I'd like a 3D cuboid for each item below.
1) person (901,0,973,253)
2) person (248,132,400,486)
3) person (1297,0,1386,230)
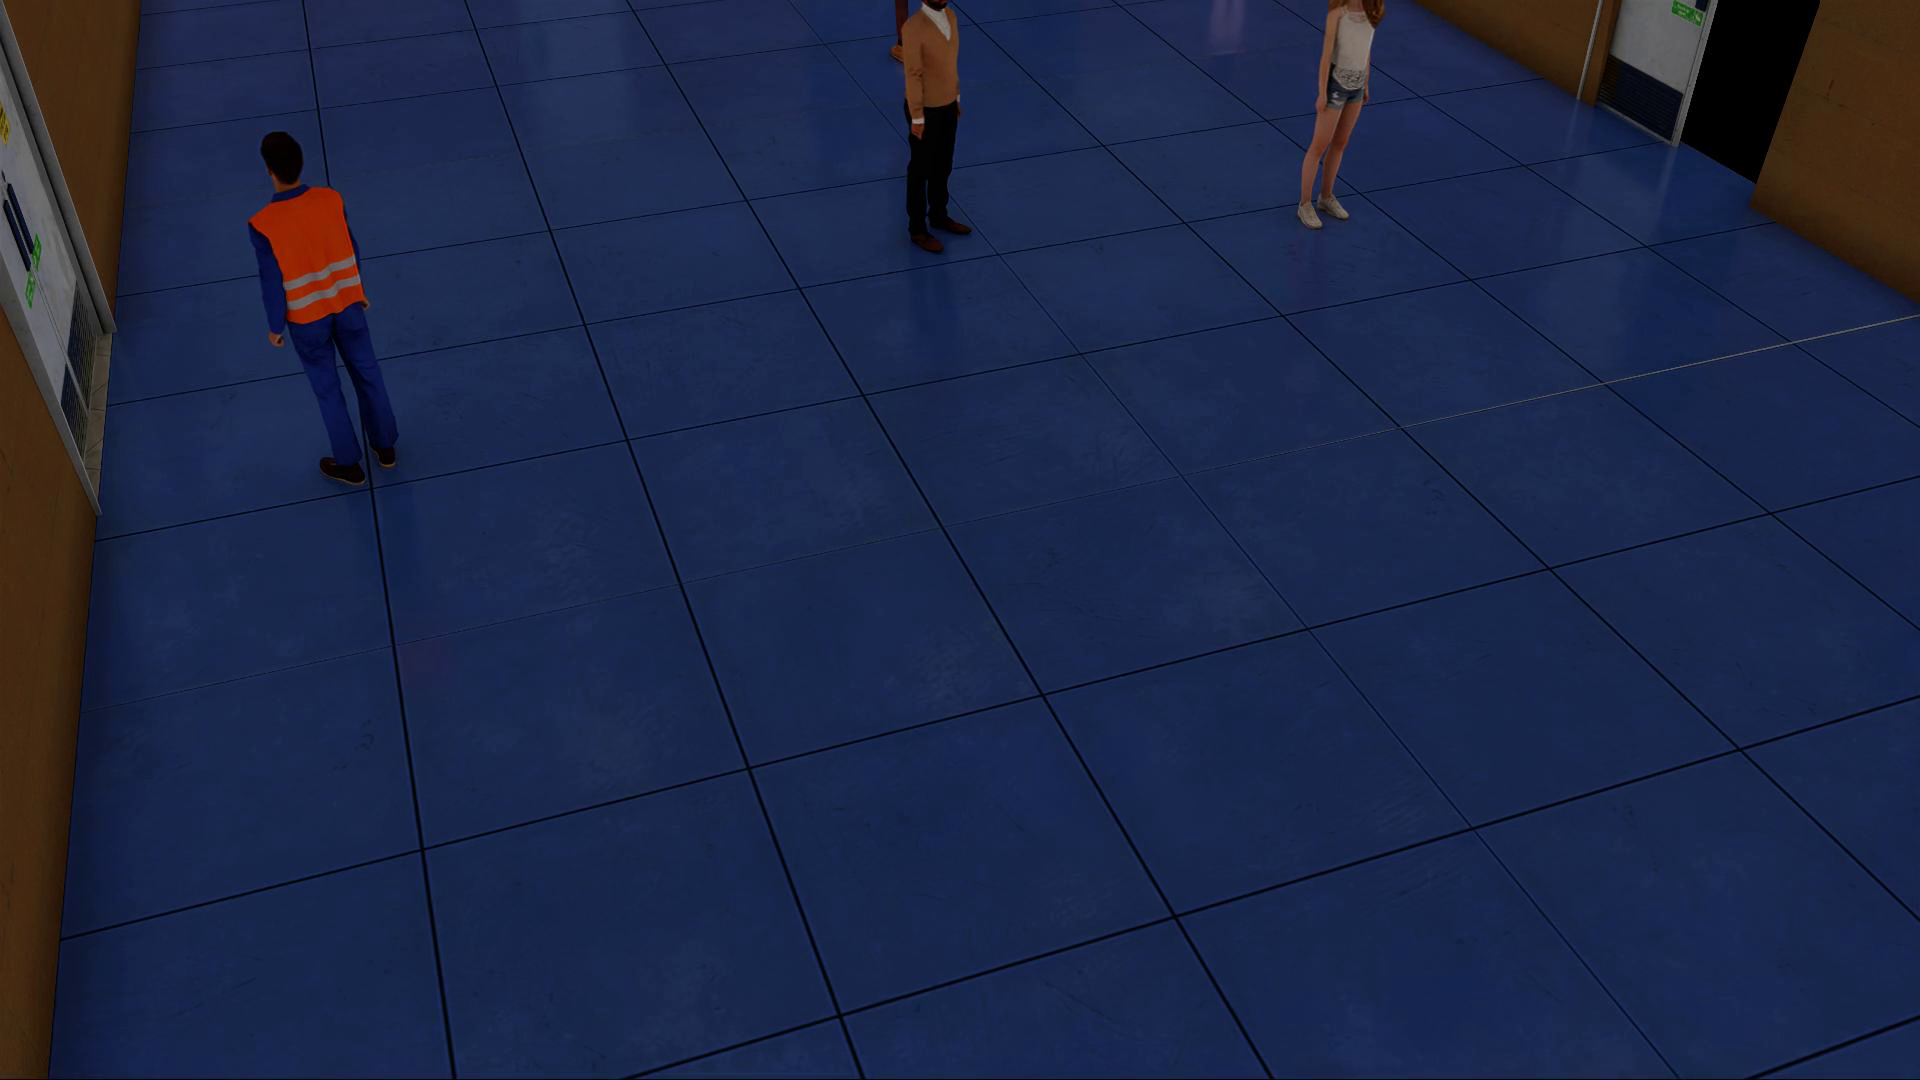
[{"bbox_3d":[-0.174,-2.704,10.405,0.818,1.755,0.731,21,42,26],"label":"person"},{"bbox_3d":[-3.147,-1.127,8.214,0.845,1.864,0.721,28,45,32],"label":"person"},{"bbox_3d":[2.426,-2.877,10.633,0.511,1.758,0.683,-21,42,-25],"label":"person"}]
